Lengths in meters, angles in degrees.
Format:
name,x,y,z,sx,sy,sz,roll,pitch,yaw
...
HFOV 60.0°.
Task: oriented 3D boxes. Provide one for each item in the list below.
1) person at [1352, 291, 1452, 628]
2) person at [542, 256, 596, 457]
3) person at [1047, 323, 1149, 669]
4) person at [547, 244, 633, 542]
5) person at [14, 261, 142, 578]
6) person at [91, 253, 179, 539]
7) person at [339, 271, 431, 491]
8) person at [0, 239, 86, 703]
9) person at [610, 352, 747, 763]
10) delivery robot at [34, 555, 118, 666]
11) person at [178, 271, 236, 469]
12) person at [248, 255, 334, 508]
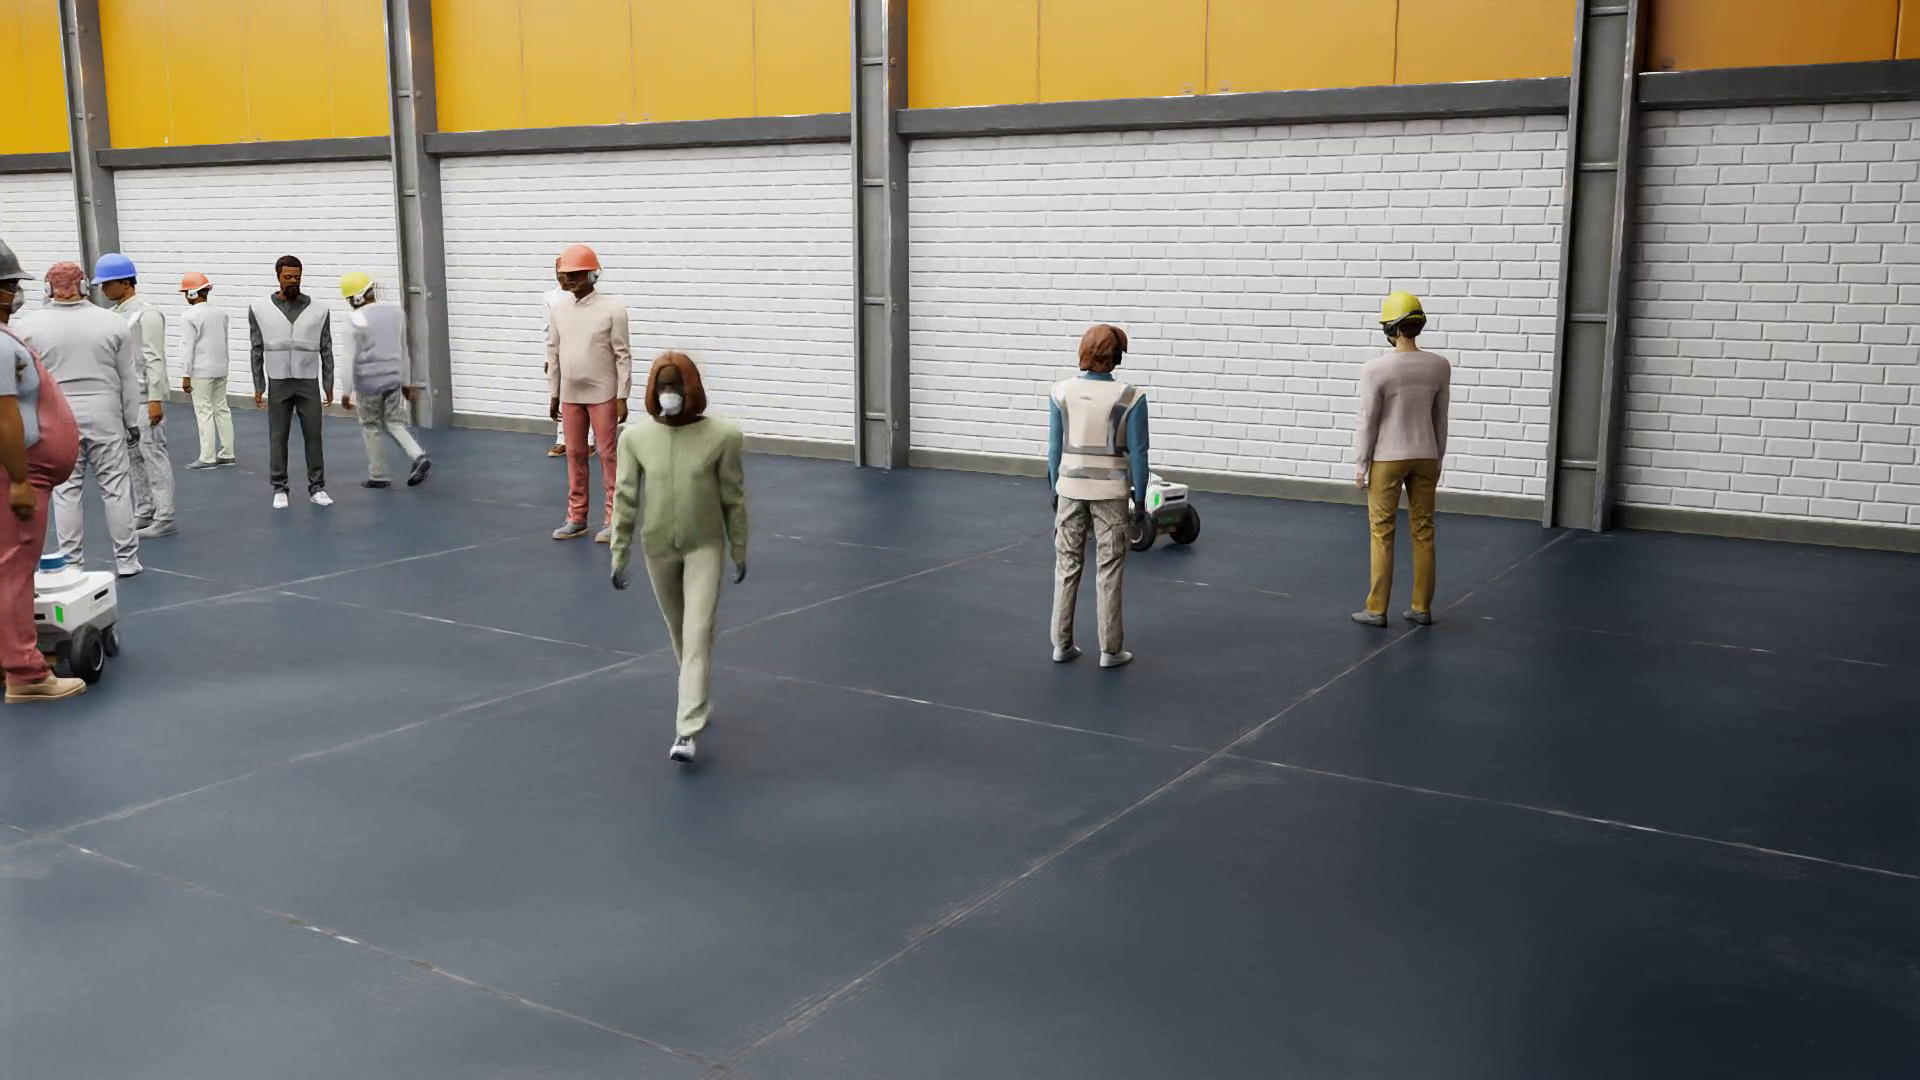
name,x,y,z,sx,sy,sz,roll,pitch,yaw
person,2.300,-0.413,8.714,0.523,1.760,0.335,-3,11,-14
person,-3.614,-1.702,15.499,0.577,1.882,0.349,3,11,15
person,0.645,-0.199,7.870,0.518,1.633,0.313,5,12,27
person,-2.502,-0.975,11.160,0.623,1.992,0.396,4,11,20
person,-5.216,-0.696,9.881,0.639,1.902,0.406,-6,12,-29
person,-5.625,-0.977,11.342,0.623,1.935,0.412,7,12,34
person,-4.622,-1.249,13.282,0.612,1.788,0.624,6,12,29
person,-4.199,-0.315,7.376,0.536,2.000,0.673,-9,14,-41
person,-1.115,0.060,6.548,0.518,1.579,0.866,1,10,4
delivery robot,-4.225,0.311,7.763,0.477,0.478,0.707,-1,10,-8
person,-6.733,-1.508,14.809,0.349,1.744,0.566,2,11,13
person,-5.059,-1.195,12.628,0.589,1.909,0.392,-6,12,-28
